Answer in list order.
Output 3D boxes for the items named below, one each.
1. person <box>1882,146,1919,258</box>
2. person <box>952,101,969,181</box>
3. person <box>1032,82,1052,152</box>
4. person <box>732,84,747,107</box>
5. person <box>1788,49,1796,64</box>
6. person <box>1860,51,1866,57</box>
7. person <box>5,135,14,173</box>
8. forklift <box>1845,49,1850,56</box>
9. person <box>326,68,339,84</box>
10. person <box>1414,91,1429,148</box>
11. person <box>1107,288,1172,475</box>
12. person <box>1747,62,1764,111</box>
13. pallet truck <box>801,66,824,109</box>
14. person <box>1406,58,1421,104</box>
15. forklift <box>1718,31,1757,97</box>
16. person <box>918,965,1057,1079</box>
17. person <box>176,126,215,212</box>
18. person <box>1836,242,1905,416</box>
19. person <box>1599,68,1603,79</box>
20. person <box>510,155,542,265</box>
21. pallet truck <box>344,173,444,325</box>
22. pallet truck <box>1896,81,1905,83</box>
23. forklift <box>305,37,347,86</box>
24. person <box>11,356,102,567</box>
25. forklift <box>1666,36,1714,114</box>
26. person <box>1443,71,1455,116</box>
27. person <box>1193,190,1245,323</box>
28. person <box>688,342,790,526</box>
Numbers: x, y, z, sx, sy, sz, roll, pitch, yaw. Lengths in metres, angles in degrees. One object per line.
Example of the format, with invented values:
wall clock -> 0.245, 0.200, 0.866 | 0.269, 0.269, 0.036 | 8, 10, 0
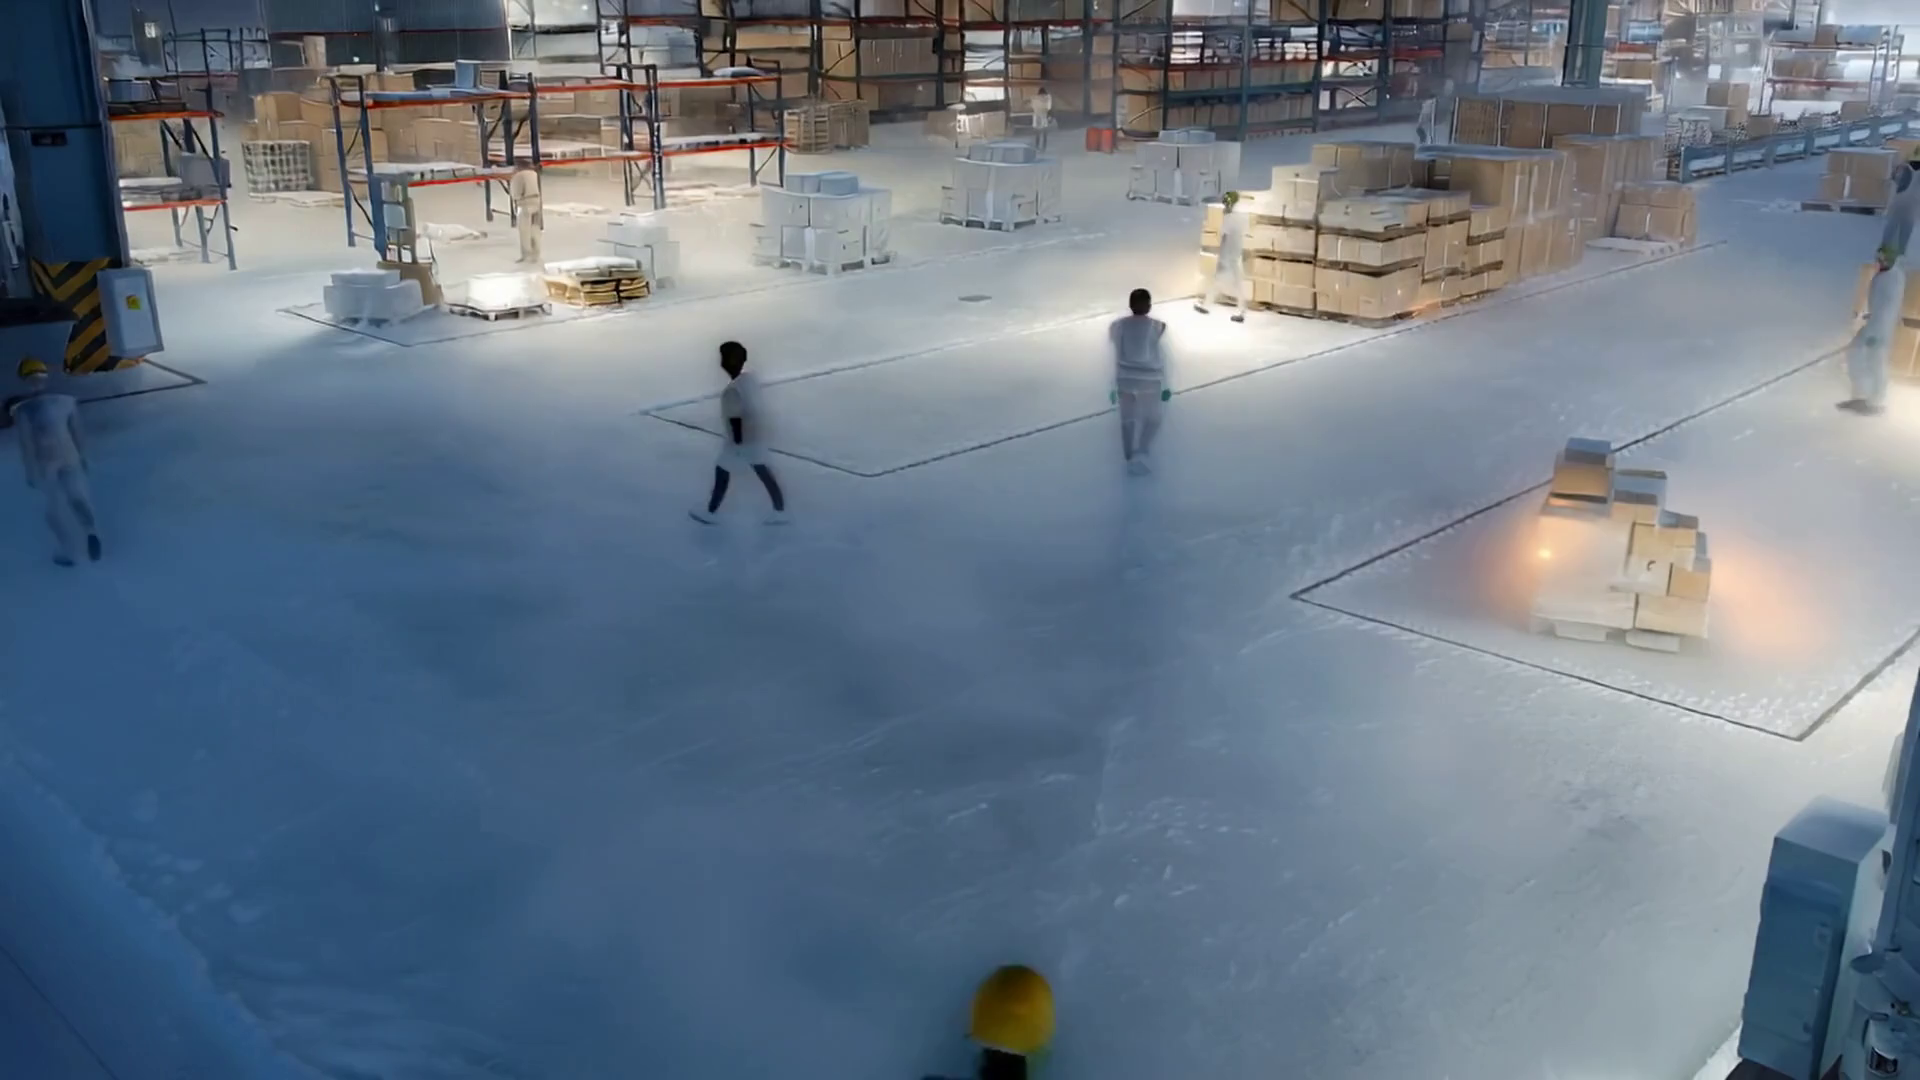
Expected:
person -> 16.282, -5.804, 28.580 | 0.712, 2.000, 0.544 | 5, 19, 14
person -> -0.002, -9.734, 40.609 | 0.394, 1.929, 0.539 | 10, 21, 28
person -> 2.358, -12.225, 48.055 | 0.602, 1.959, 0.371 | 5, 19, 15
person -> -7.474, -14.887, 56.478 | 0.541, 1.700, 0.316 | -8, 20, -22
person -> 42.874, -24.725, 85.773 | 0.552, 1.922, 0.474 | -14, 23, -35
person -> 38.750, -20.044, 71.626 | 0.604, 1.949, 0.389 | 2, 18, 6
person -> -19.940, -8.053, 35.584 | 0.658, 1.894, 0.964 | -6, 19, -18
forklift -> 42.969, -23.741, 81.309 | 1.129, 2.768, 1.873 | 17, 25, 41
person -> -22.015, -15.614, 58.440 | 1.055, 1.853, 0.594 | 10, 21, 26
person -> 13.512, -12.289, 48.670 | 0.493, 1.673, 0.546 | 7, 19, 19
person -> 1.710, -1.497, 15.933 | 0.644, 1.829, 0.458 | 8, 20, 23
person -> 30.485, -17.384, 63.812 | 0.615, 1.820, 0.467 | 14, 23, 37
pallet truck -> -4.812, -15.182, 56.903 | 0.823, 1.965, 1.885 | -9, 21, -26
person -> 18.479, -18.718, 67.810 | 0.604, 1.829, 0.457 | 15, 24, 38
forklift -> 32.627, -19.845, 69.573 | 1.129, 2.768, 1.873 | 4, 19, 10
person -> 0.118, 2.128, 4.775 | 0.625, 1.977, 0.480 | 10, 21, 28
person -> -16.263, -7.806, 35.029 | 0.802, 1.793, 0.545 | 0, 18, 1
person -> 9.983, -2.299, 18.208 | 0.600, 1.915, 0.633 | 4, 19, 12
person -> 22.301, -15.528, 58.111 | 0.636, 1.900, 0.399 | 16, 24, 40
person -> -7.401, -5.609, 28.305 | 0.429, 1.845, 0.621 | 11, 21, 30
pallet truck -> -8.209, -4.181, 23.757 | 0.823, 1.965, 1.885 | 3, 19, 9
pallet truck -> 34.802, -16.331, 61.455 | 0.653, 1.274, 1.630 | 17, 25, 41
forklift -> -23.463, -16.984, 60.951 | 1.129, 2.768, 1.873 | 17, 25, 41
person -> -7.275, -0.614, 13.391 | 0.472, 1.752, 0.536 | 14, 23, 36
forklift -> 27.341, -17.291, 61.877 | 1.129, 2.768, 1.873 | 17, 25, 41
person -> 18.084, -16.474, 61.382 | 0.566, 1.610, 0.525 | 15, 24, 39
person -> 3.761, -4.025, 23.559 | 0.558, 1.817, 0.961 | -13, 22, -33
person -> -1.914, -0.908, 14.446 | 0.913, 1.645, 0.534 | 5, 19, 16
